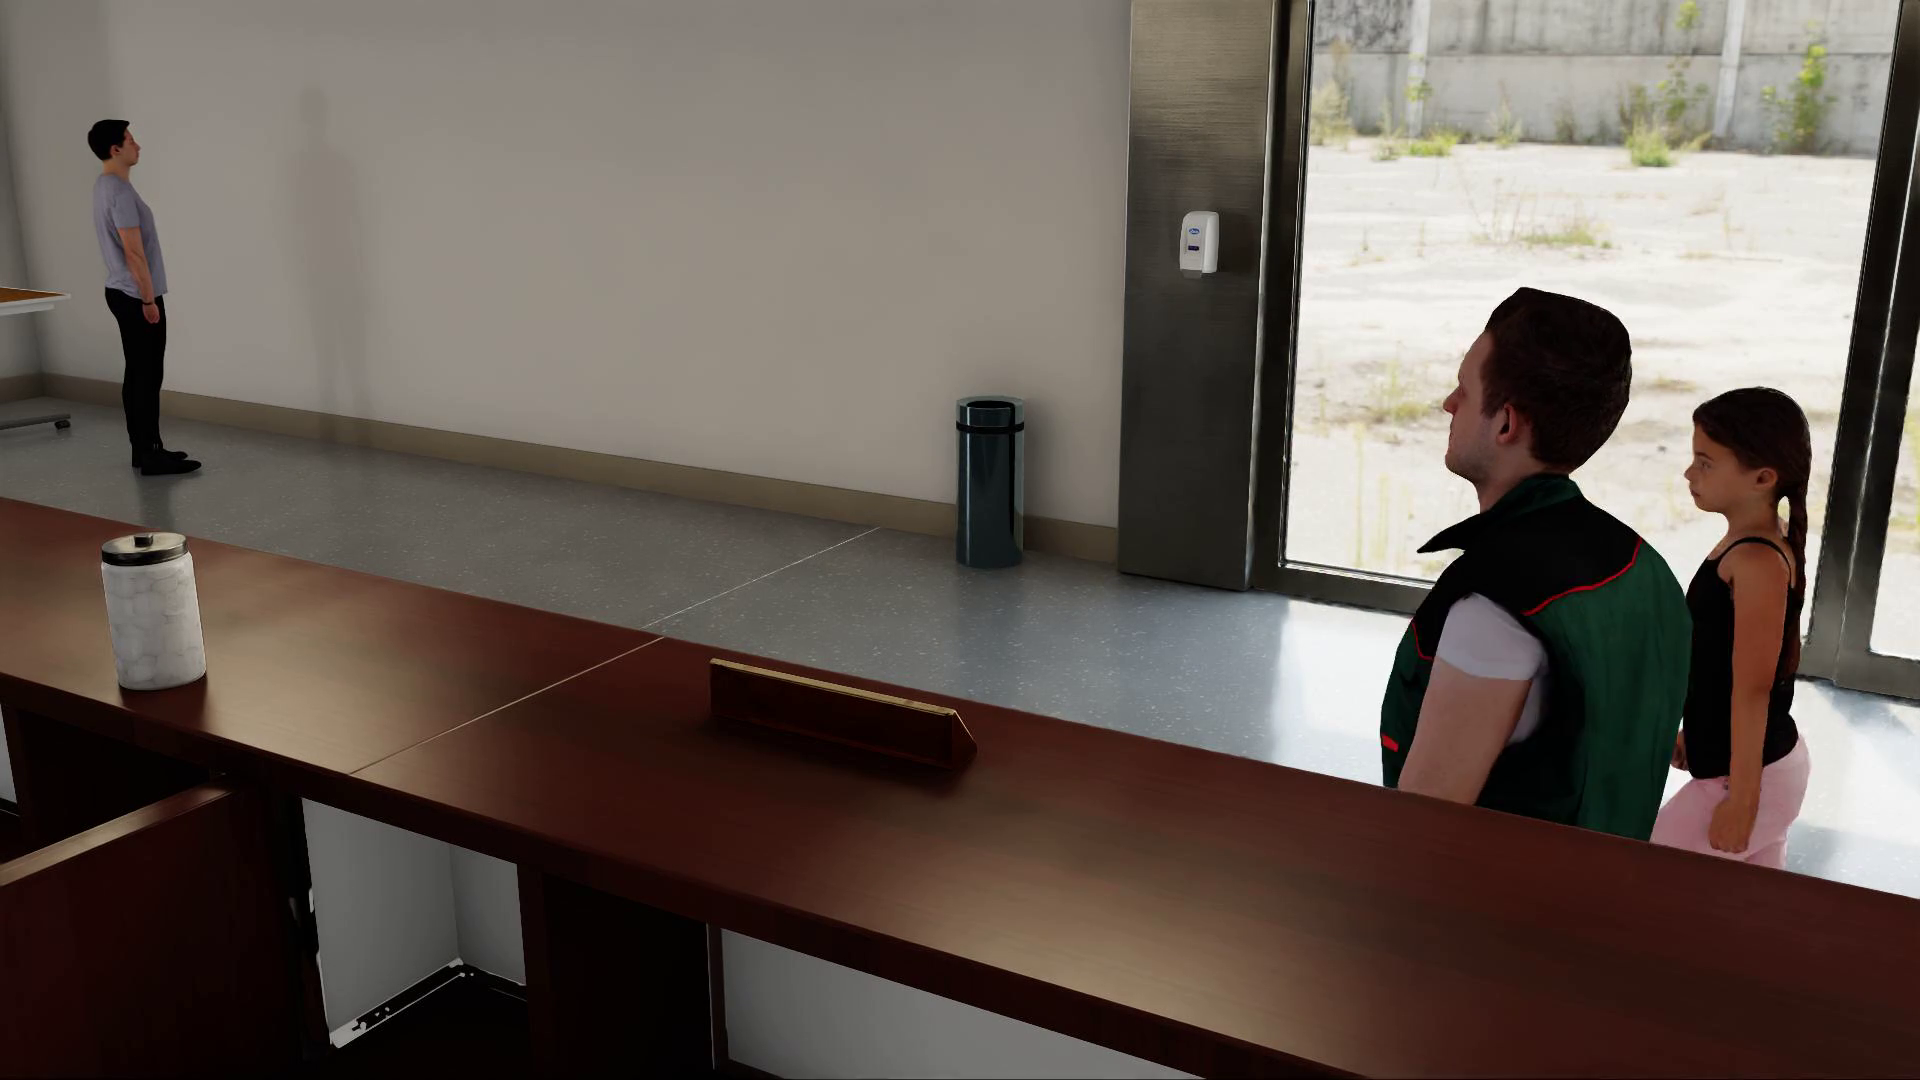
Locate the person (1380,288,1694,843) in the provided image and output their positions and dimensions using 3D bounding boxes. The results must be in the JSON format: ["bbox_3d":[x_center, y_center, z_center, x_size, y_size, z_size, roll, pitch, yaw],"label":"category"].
[{"bbox_3d":[0.804,0.604,2.291,0.792,1.799,1.059,11,19,34],"label":"person"}]

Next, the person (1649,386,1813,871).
[{"bbox_3d":[1.561,0.487,3.186,0.612,1.537,0.727,10,19,31],"label":"person"}]

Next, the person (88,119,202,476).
[{"bbox_3d":[-4.422,-1.293,8.901,0.697,1.864,0.737,-12,19,-36],"label":"person"}]
